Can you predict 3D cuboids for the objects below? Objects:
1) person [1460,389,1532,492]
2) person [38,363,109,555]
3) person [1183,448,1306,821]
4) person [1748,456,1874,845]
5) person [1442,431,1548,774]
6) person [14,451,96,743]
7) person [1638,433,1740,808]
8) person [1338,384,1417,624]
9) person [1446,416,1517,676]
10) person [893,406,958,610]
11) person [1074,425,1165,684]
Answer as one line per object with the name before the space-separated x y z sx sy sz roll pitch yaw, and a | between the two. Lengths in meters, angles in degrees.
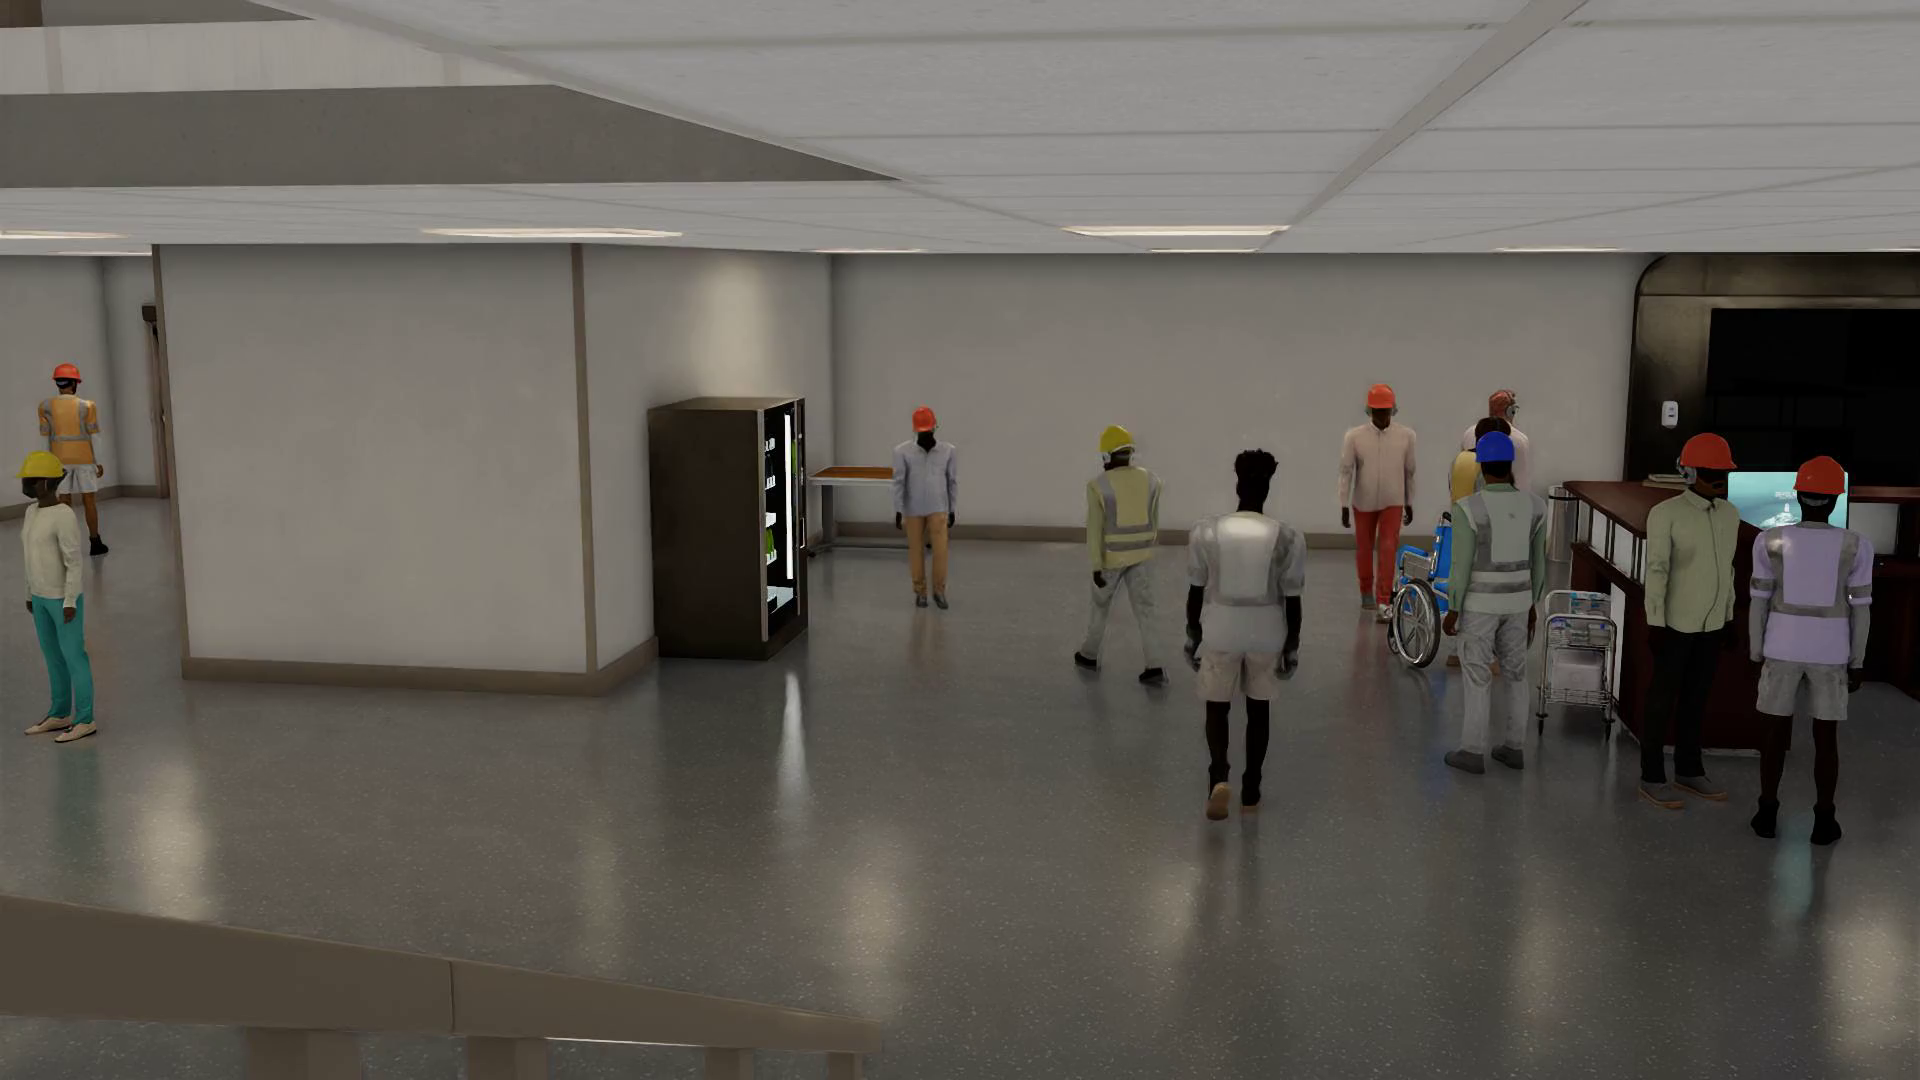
person | 4.320 -0.257 13.369 0.399 1.900 0.644 -6 11 -33
person | -8.846 -0.795 16.597 0.542 1.928 0.374 -2 10 -15
person | 1.457 0.501 8.547 0.620 1.945 0.672 2 9 10
person | 4.212 0.548 8.283 0.542 1.938 0.358 5 10 28
person | 3.020 0.355 9.445 0.616 1.943 0.398 -3 10 -17
person | -5.512 0.340 10.092 0.525 1.769 0.315 6 11 33
person | 3.909 0.422 8.878 0.609 1.995 0.378 -4 10 -24
person | 3.414 -0.318 13.644 0.630 1.933 1.045 2 9 10
person | 3.690 0.041 11.740 0.429 1.835 0.630 -3 10 -18
person | -0.285 -0.264 13.929 0.567 1.721 0.566 -1 9 -7
person | 1.140 0.095 11.571 0.601 1.788 0.941 -4 10 -21
